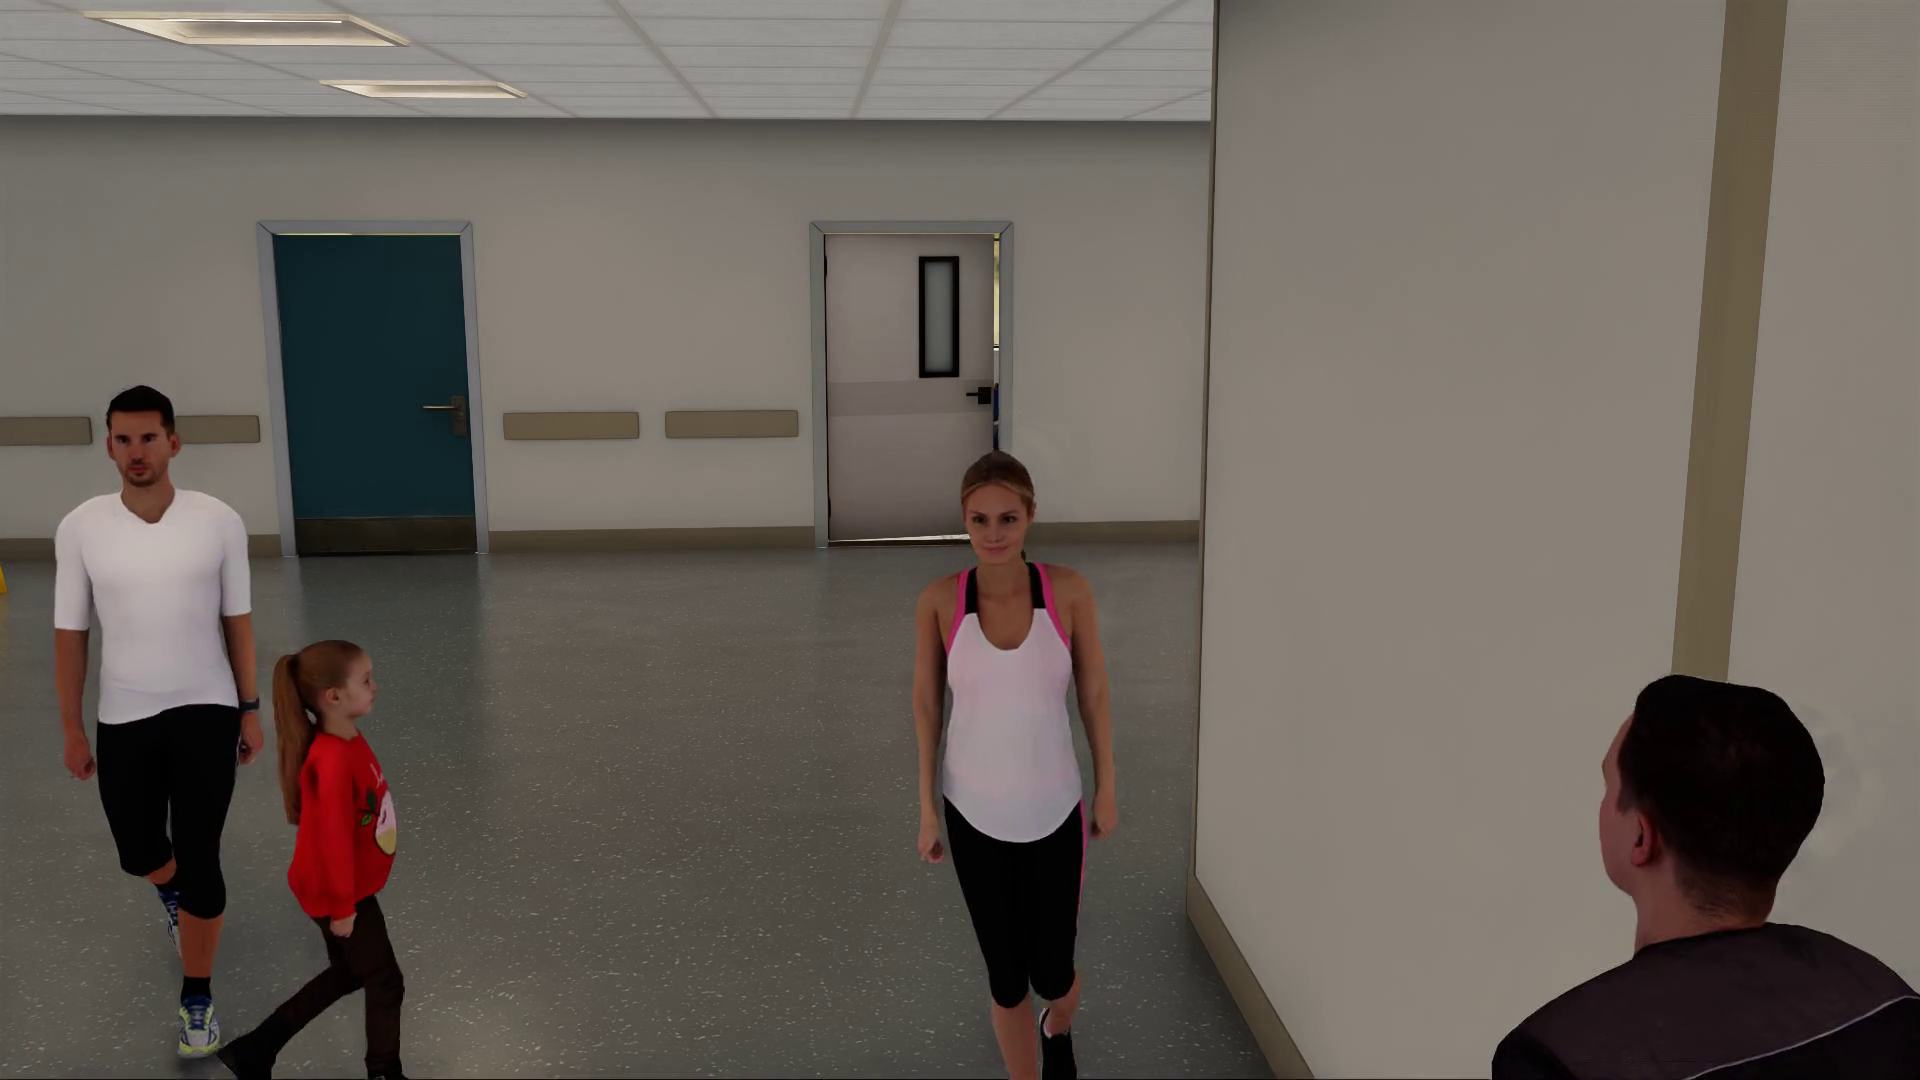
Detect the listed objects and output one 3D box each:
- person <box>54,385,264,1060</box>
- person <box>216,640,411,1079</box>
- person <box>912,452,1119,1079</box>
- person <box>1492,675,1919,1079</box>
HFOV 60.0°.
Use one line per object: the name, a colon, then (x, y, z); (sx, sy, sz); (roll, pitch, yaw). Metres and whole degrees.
person: (-2.273, 0.484, 4.774); (1.111, 1.828, 0.935); (-4, 12, -21)
person: (-1.606, 0.881, 4.183); (0.845, 1.268, 0.638); (-4, 11, -20)
person: (0.143, 0.654, 4.045); (0.749, 1.766, 0.793); (1, 11, 5)
person: (0.779, 1.072, 1.673); (0.746, 1.829, 0.901); (-4, 12, -21)
